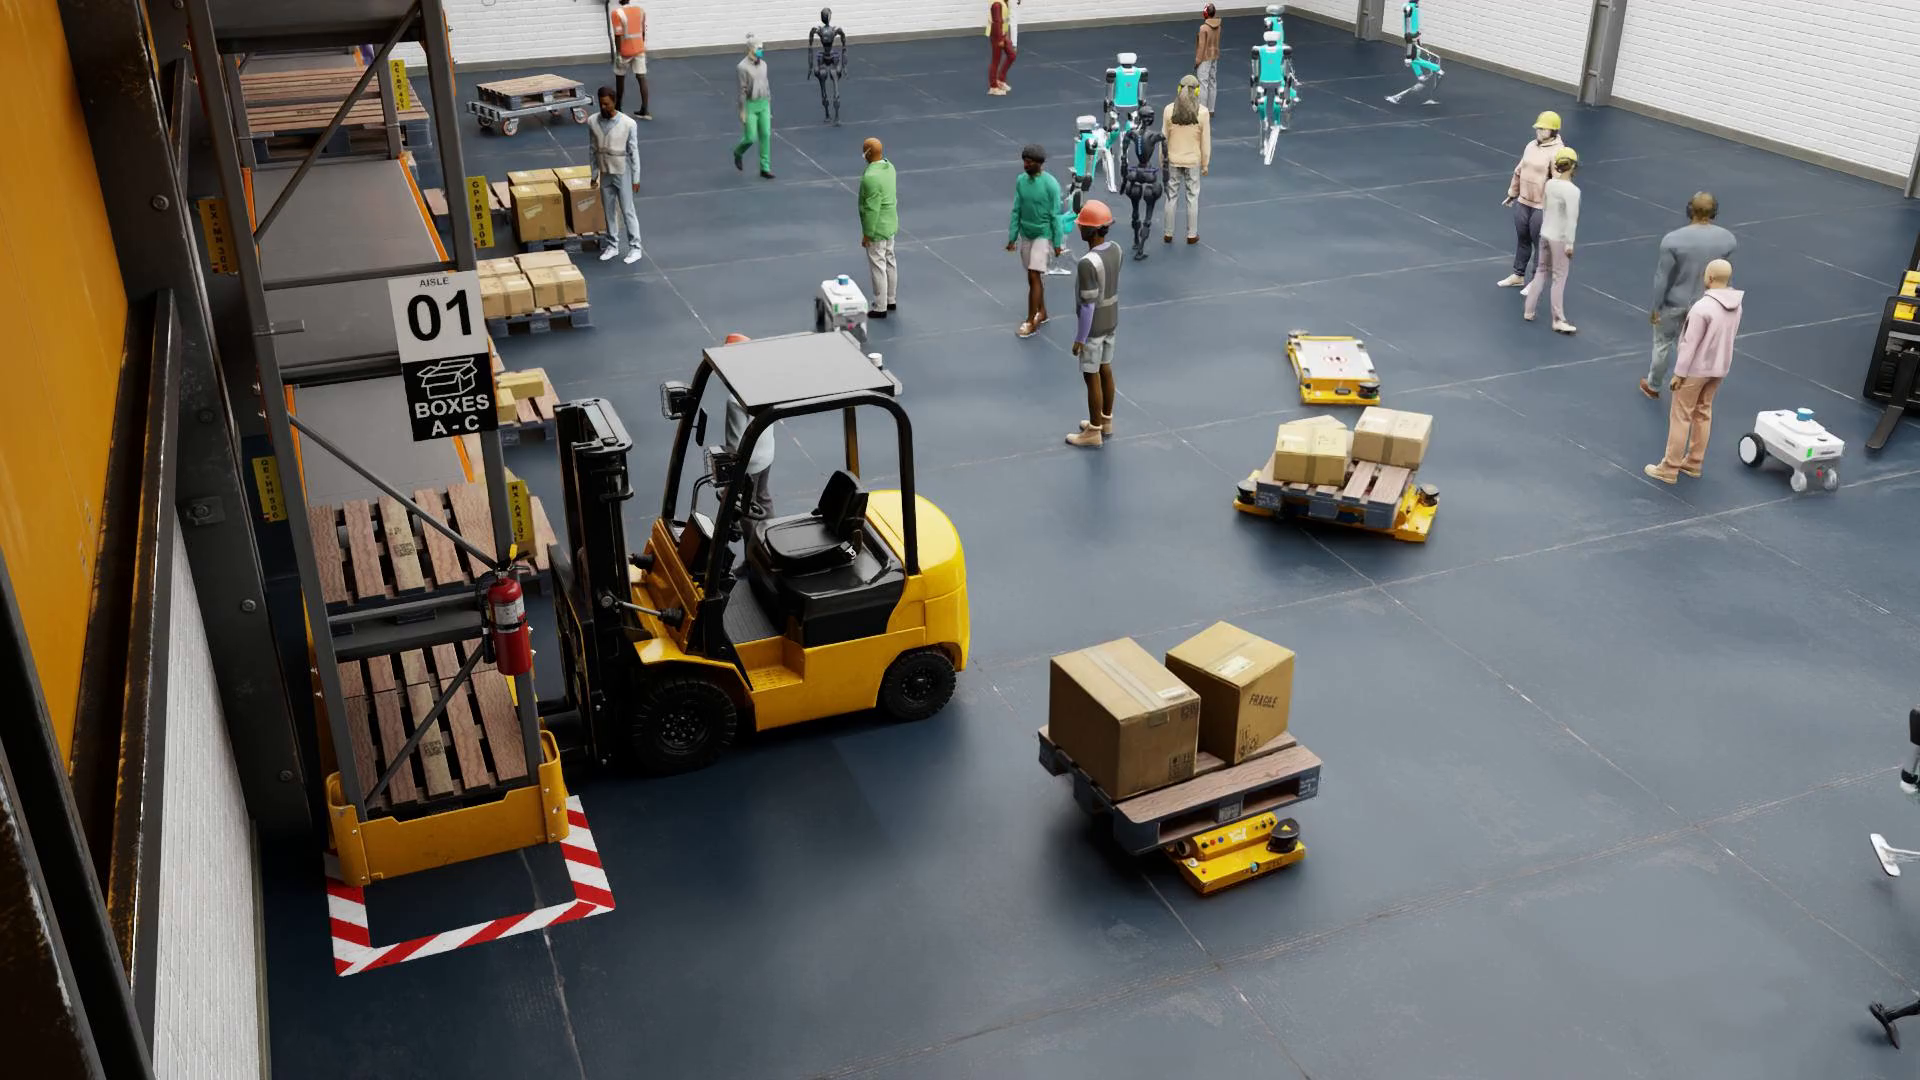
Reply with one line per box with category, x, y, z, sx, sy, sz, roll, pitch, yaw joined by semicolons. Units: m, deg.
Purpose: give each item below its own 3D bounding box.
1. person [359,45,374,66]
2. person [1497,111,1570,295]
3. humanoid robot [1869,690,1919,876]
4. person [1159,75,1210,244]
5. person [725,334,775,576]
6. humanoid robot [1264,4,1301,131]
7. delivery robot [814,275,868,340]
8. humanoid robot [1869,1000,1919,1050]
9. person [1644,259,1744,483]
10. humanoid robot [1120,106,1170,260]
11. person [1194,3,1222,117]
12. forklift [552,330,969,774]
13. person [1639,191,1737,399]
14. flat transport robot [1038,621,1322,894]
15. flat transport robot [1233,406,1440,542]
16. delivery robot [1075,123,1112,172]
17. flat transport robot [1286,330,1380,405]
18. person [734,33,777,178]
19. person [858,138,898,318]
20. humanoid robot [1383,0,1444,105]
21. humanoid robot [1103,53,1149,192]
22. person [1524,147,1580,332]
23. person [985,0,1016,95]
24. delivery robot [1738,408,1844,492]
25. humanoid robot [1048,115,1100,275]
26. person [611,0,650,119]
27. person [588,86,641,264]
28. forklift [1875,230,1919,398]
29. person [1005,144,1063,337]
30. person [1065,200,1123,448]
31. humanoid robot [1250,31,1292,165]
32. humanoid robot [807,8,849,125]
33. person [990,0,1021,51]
person;-9.029;-7.727;25.632;0.856;1.811;0.577;3;27;5
person;5.948;-3.471;17.113;0.416;1.865;0.816;-12;29;-23
humanoid robot;4.900;1.175;8.027;0.546;1.735;1.044;-5;27;-10
person;2.512;-4.250;18.655;0.568;1.875;0.397;7;27;13
person;-1.472;-0.589;11.521;0.347;1.739;0.571;8;28;16
humanoid robot;4.628;-6.591;23.588;0.739;1.893;0.538;13;29;24
delivery robot;-1.137;-2.290;16.239;0.499;0.609;0.784;-7;27;-13
humanoid robot;4.434;1.694;7.122;0.605;1.644;0.772;-21;33;-35
person;5.754;-1.295;12.892;0.537;1.774;0.415;-15;30;-27
humanoid robot;2.058;-3.954;18.303;0.616;1.638;0.617;14;30;25
person;3.639;-7.029;24.426;0.338;1.651;0.457;24;35;39
forklift;-1.094;0.010;9.831;2.313;2.155;1.214;-10;28;-20
person;6.219;-1.995;14.156;0.652;1.910;0.853;0;27;-1
flat transport robot;1.202;1.402;9.199;0.659;0.231;1.431;-13;29;-24
flat transport robot;2.855;-0.307;12.599;1.431;0.231;0.659;11;29;21
delivery robot;1.781;-5.220;22.067;0.499;0.608;0.801;1;27;2
flat transport robot;3.376;-1.567;15.105;0.659;0.231;1.431;2;27;3
person;-2.649;-5.569;21.319;0.597;1.831;0.535;23;34;38
person;-0.811;-3.079;16.429;0.385;1.781;0.539;10;28;20
humanoid robot;6.950;-7.277;24.884;1.049;1.751;0.539;12;29;23
humanoid robot;1.998;-5.188;20.613;0.531;1.739;0.702;-3;27;-6
person;5.832;-2.897;16.125;0.301;1.723;0.755;-5;27;-10
person;0.640;-7.822;25.894;0.468;1.758;0.486;11;29;20
delivery robot;6.614;-0.761;13.164;0.499;0.577;0.757;-5;27;-10
humanoid robot;1.103;-3.515;17.367;0.870;1.782;0.550;-3;27;-5
person;-4.942;-7.219;24.489;0.916;1.930;0.635;22;34;37
person;-3.732;-3.974;18.072;0.593;1.910;0.384;11;29;21
forklift;9.029;-2.397;14.618;1.214;2.155;2.313;18;32;32
person;0.654;-2.868;15.961;0.535;1.818;0.794;22;34;37
person;1.072;-1.740;13.477;0.393;2.043;0.607;14;30;26
humanoid robot;4.129;-5.879;22.100;0.556;1.830;0.896;6;27;13
humanoid robot;-1.917;-6.846;24.057;0.613;1.632;0.646;0;27;1
person;0.804;-9.552;29.207;0.570;1.877;0.349;-2;27;-5
